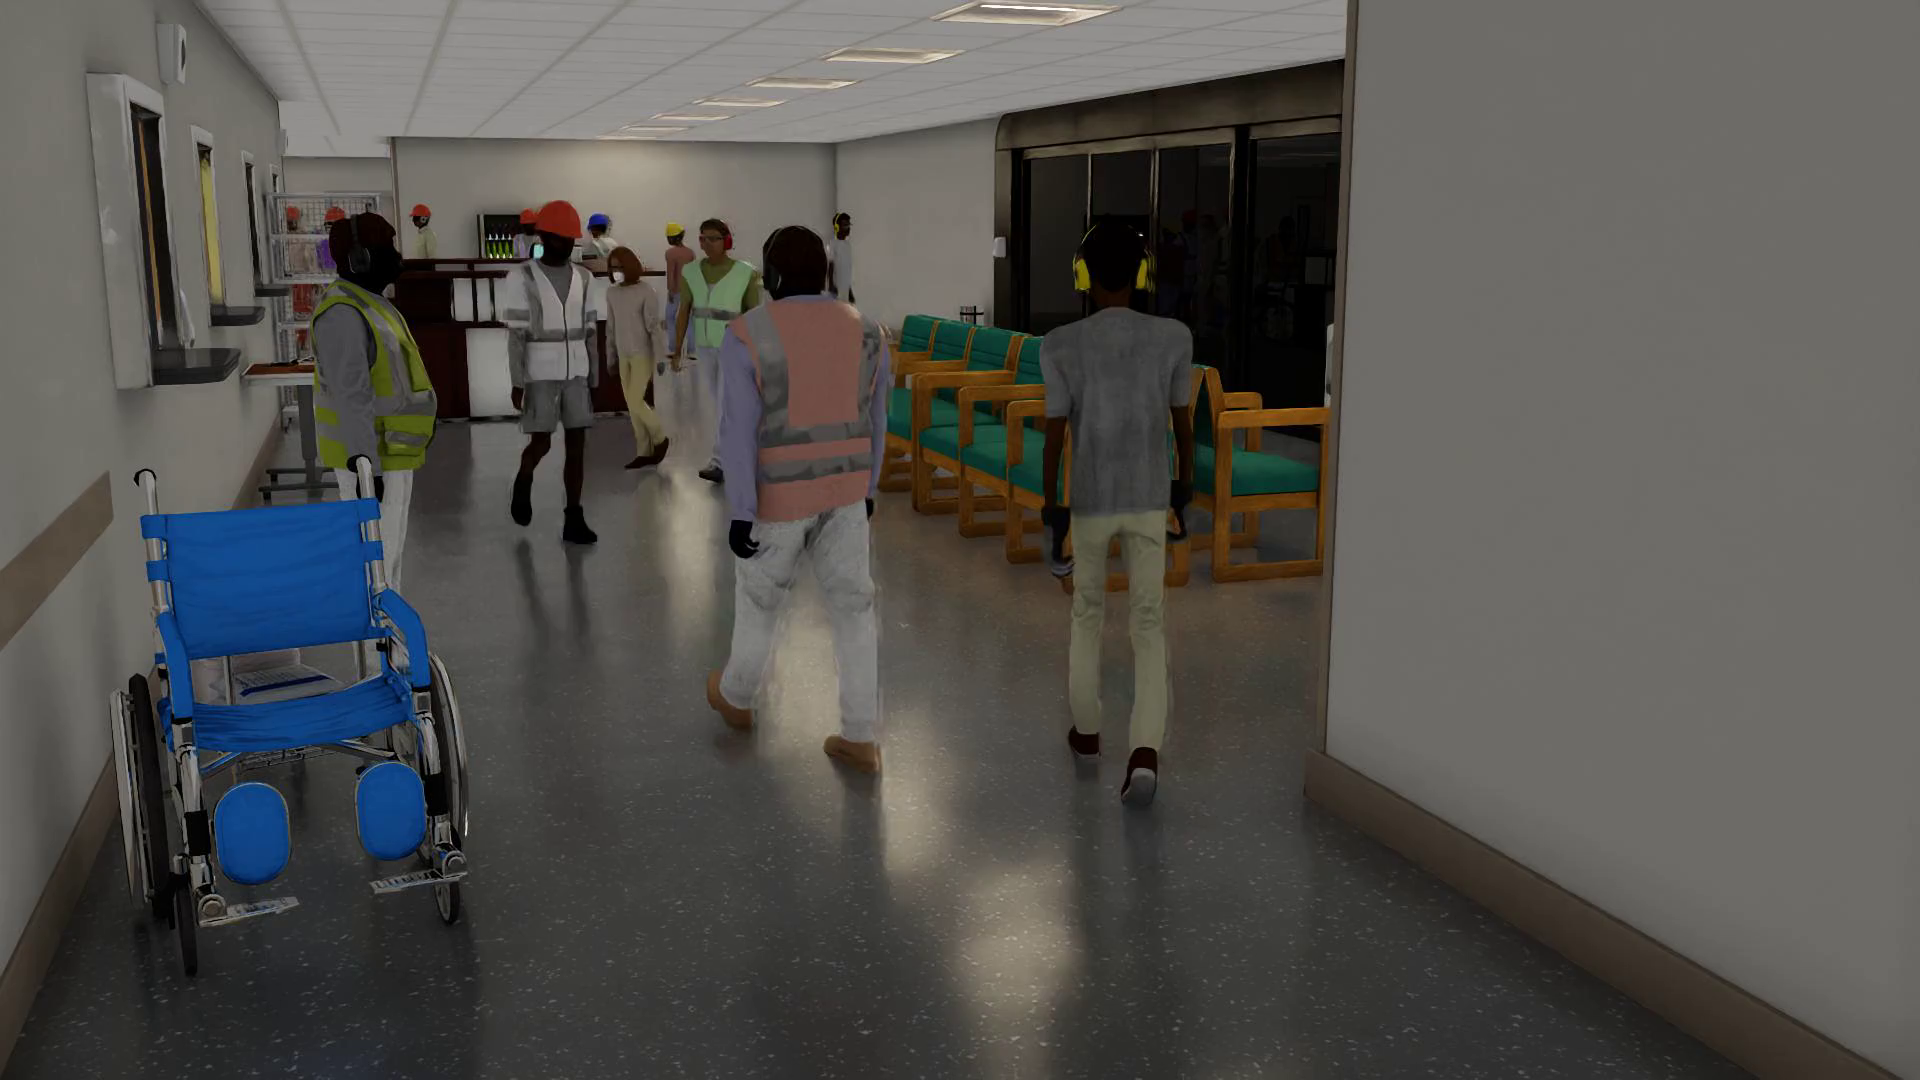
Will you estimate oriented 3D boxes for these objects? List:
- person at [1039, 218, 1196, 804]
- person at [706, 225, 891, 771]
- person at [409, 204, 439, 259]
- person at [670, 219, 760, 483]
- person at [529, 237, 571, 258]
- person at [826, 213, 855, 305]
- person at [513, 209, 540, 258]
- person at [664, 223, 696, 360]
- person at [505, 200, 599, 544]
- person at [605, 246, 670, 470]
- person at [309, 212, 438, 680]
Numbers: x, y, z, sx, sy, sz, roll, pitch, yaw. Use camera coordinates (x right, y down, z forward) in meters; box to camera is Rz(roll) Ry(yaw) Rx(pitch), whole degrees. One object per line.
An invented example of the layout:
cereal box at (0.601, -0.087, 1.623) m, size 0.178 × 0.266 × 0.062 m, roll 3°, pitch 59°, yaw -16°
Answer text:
person at (0.514, -0.100, 5.312) m, size 0.526 × 1.831 × 0.878 m, roll 0°, pitch 11°, yaw 1°
person at (-0.560, -0.160, 5.700) m, size 0.659 × 1.793 × 0.942 m, roll -7°, pitch 13°, yaw -30°
person at (-7.670, -3.805, 23.882) m, size 0.378 × 1.996 × 0.610 m, roll -6°, pitch 13°, yaw -29°
person at (-1.710, -1.304, 11.544) m, size 0.571 × 1.806 × 0.919 m, roll 5°, pitch 12°, yaw 22°
person at (-5.002, -3.086, 20.622) m, size 0.430 × 1.838 × 0.623 m, roll 9°, pitch 14°, yaw 40°
person at (-1.446, -3.040, 20.281) m, size 0.319 × 1.870 × 0.521 m, roll 5°, pitch 12°, yaw 25°
person at (-5.979, -3.639, 23.217) m, size 0.550 × 1.928 × 0.389 m, roll 2°, pitch 11°, yaw 12°
person at (-3.646, -3.197, 21.418) m, size 0.520 × 1.745 × 0.677 m, roll -10°, pitch 15°, yaw -41°
person at (-2.310, -0.946, 9.402) m, size 0.572 × 1.918 × 0.649 m, roll -10°, pitch 15°, yaw -41°
person at (-2.355, -1.304, 11.999) m, size 0.544 × 1.614 × 0.349 m, roll 8°, pitch 14°, yaw 36°
person at (-2.200, -0.305, 6.317) m, size 0.429 × 1.847 × 0.626 m, roll -2°, pitch 11°, yaw -10°
